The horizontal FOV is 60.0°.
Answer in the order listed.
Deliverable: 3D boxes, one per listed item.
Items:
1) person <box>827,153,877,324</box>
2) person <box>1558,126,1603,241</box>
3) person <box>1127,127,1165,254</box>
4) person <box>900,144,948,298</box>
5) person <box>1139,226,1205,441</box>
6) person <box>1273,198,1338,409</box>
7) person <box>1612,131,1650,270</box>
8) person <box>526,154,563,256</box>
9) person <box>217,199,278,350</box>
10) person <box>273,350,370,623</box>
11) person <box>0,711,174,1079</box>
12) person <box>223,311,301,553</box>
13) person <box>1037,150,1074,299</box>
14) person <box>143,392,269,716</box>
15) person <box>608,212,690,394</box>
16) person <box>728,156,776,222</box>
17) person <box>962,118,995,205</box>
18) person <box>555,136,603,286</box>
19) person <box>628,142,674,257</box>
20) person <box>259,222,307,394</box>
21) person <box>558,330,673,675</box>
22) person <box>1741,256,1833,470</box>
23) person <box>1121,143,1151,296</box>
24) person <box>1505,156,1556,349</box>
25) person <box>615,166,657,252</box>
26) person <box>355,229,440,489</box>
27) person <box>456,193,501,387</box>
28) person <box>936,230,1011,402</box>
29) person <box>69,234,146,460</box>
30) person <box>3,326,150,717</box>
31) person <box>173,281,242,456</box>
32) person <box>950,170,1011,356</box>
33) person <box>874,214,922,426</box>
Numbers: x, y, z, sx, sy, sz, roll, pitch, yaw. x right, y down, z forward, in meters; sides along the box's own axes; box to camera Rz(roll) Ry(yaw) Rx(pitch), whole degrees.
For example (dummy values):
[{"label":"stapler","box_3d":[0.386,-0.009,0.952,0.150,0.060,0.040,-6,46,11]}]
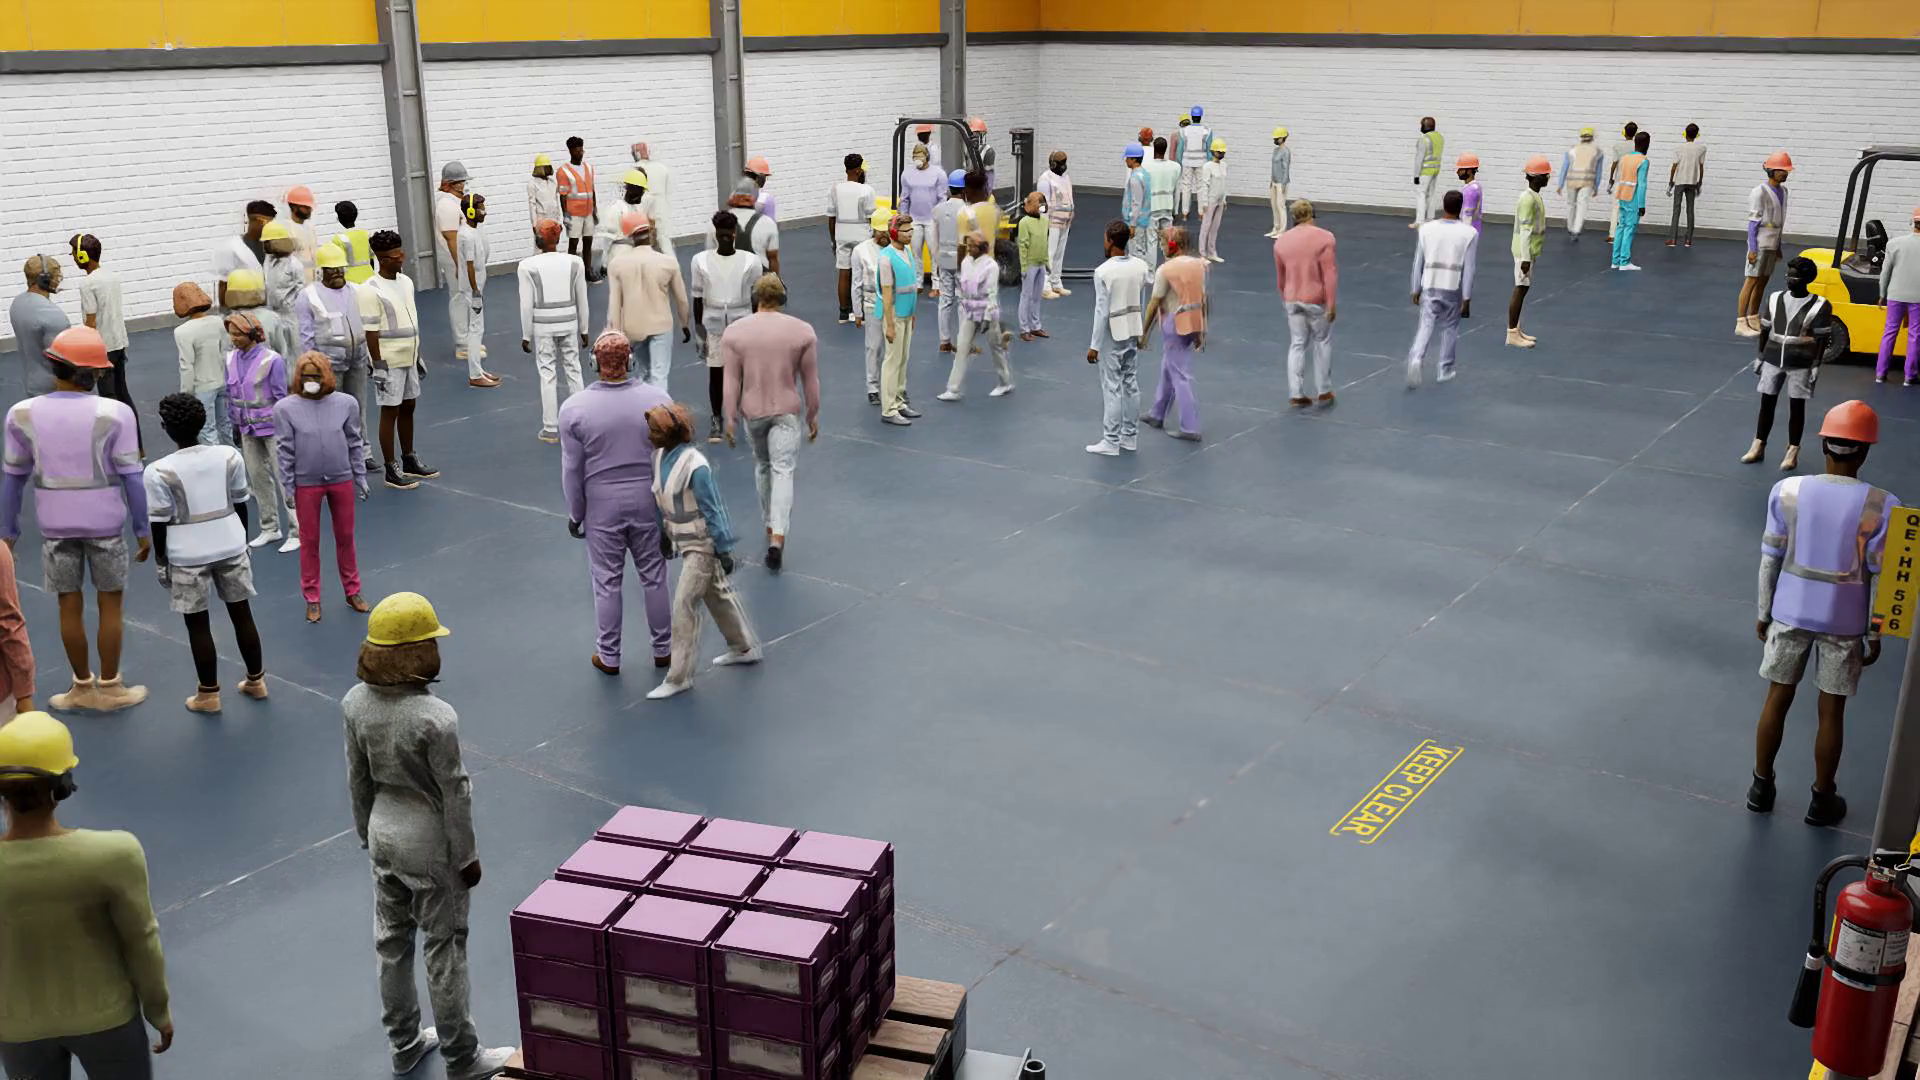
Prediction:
[{"label":"person","box_3d":[-1.227,-3.488,19.285,0.613,1.965,0.361,6,19,17]},{"label":"person","box_3d":[9.822,-5.650,26.351,0.606,1.785,0.939,8,19,24]},{"label":"person","box_3d":[2.732,-5.142,24.597,0.575,1.882,0.355,-2,18,-6]},{"label":"person","box_3d":[-0.464,-4.038,21.079,0.634,1.929,0.383,6,19,18]},{"label":"person","box_3d":[1.751,-1.773,14.202,0.872,1.799,0.556,15,23,38]},{"label":"person","box_3d":[3.195,-2.179,15.318,0.707,1.884,0.677,12,21,33]},{"label":"person","box_3d":[9.415,-4.750,23.330,0.397,1.911,0.587,-2,18,-7]},{"label":"person","box_3d":[-5.384,-4.132,21.658,0.290,1.746,0.487,12,22,34]},{"label":"person","box_3d":[-6.332,-2.043,14.861,0.365,1.926,0.760,14,22,37]},{"label":"person","box_3d":[-3.798,-0.329,9.944,0.498,1.633,0.281,-11,21,-31]},{"label":"person","box_3d":[-2.482,1.314,4.636,0.538,1.746,0.371,-4,18,-12]},{"label":"person","box_3d":[-4.698,-0.731,11.209,0.523,1.631,0.313,7,19,21]},{"label":"person","box_3d":[1.225,-3.995,21.076,0.429,1.841,0.633,11,21,31]},{"label":"person","box_3d":[-3.910,0.069,8.616,0.322,1.693,0.540,14,23,38]},{"label":"person","box_3d":[-2.609,-1.770,13.977,0.631,1.936,1.008,1,18,3]},{"label":"person","box_3d":[-2.211,-3.144,18.119,0.618,2.028,0.410,11,21,31]},{"label":"person","box_3d":[0.236,-5.041,24.015,0.370,2.048,0.607,-16,24,-40]},{"label":"person","box_3d":[-5.032,-4.338,21.970,0.365,1.960,0.609,12,21,33]},{"label":"person","box_3d":[-4.154,-4.383,22.297,0.636,1.850,0.995,-14,22,-36]},{"label":"person","box_3d":[-6.033,-1.974,14.911,0.492,1.742,0.320,11,21,32]},{"label":"person","box_3d":[-1.845,-0.197,9.090,0.643,1.909,0.410,-7,19,-21]},{"label":"person","box_3d":[6.582,-1.405,13.205,0.320,1.697,0.537,-15,23,-39]},{"label":"person","box_3d":[2.202,-4.002,20.926,0.404,1.945,0.615,5,18,14]},{"label":"person","box_3d":[6.156,-3.109,17.974,0.371,2.044,0.615,7,19,21]},{"label":"person","box_3d":[-3.804,-3.401,19.296,0.630,1.807,1.004,0,18,-1]},{"label":"person","box_3d":[-4.301,-1.384,12.705,0.363,1.965,0.607,4,18,13]},{"label":"person","box_3d":[-4.678,-2.405,16.086,0.324,1.857,0.510,-6,19,-17]},{"label":"person","box_3d":[0.173,-2.080,15.481,0.517,1.589,0.860,17,24,42]},{"label":"person","box_3d":[-6.826,-1.505,13.272,0.345,1.857,0.524,0,18,1]},{"label":"person","box_3d":[-4.533,-0.086,8.571,0.705,2.021,0.462,-3,18,-9]},{"label":"person","box_3d":[-5.611,-1.106,12.376,0.284,1.633,0.498,4,18,14]},{"label":"person","box_3d":[0.210,-2.875,17.388,0.632,1.949,0.627,16,24,41]},{"label":"person","box_3d":[-0.558,-1.947,14.660,0.375,1.843,0.575,5,18,16]}]
